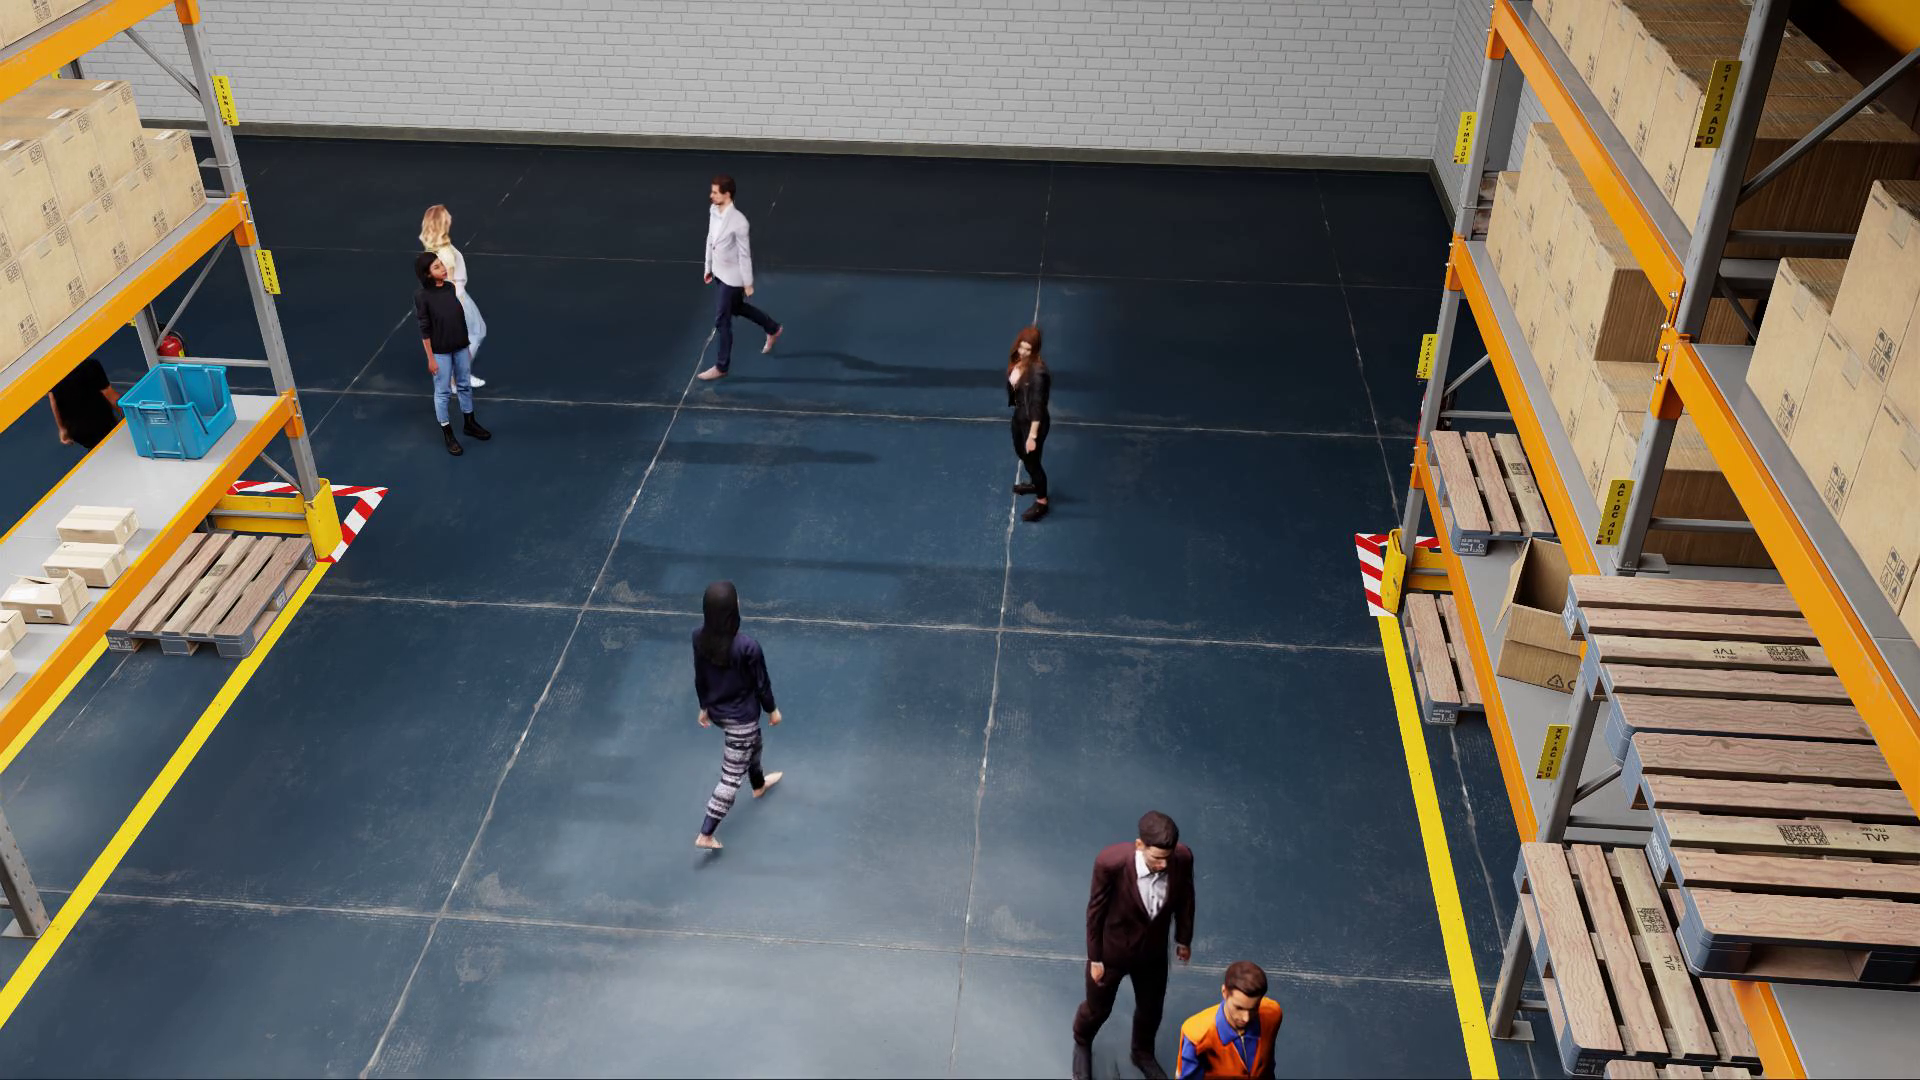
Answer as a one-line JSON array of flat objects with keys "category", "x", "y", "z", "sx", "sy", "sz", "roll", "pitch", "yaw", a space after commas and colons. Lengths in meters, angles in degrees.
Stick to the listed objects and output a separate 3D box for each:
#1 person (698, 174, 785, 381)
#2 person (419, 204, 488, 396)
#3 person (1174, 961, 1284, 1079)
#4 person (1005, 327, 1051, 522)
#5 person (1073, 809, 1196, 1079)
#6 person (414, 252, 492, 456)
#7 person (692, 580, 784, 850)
[{"category": "person", "x": -1.938, "y": -2.342, "z": 14.586, "sx": 1.167, "sy": 1.819, "sz": 1.200, "roll": -18, "pitch": 38, "yaw": -25}, {"category": "person", "x": -4.430, "y": -2.013, "z": 14.190, "sx": 0.809, "sy": 1.710, "sz": 0.754, "roll": -27, "pitch": 42, "yaw": -35}, {"category": "person", "x": 1.134, "y": 2.495, "z": 7.270, "sx": 0.789, "sy": 1.862, "sz": 0.800, "roll": -16, "pitch": 37, "yaw": -22}, {"category": "person", "x": 0.577, "y": -0.907, "z": 12.561, "sx": 0.904, "sy": 1.669, "sz": 0.763, "roll": -3, "pitch": 34, "yaw": -4}, {"category": "person", "x": 0.827, "y": 1.964, "z": 8.078, "sx": 0.834, "sy": 1.851, "sz": 0.812, "roll": -8, "pitch": 34, "yaw": -12}, {"category": "person", "x": -4.158, "y": -1.538, "z": 13.484, "sx": 0.718, "sy": 1.699, "sz": 0.632, "roll": 23, "pitch": 40, "yaw": 30}, {"category": "person", "x": -1.346, "y": 1.040, "z": 9.609, "sx": 0.956, "sy": 1.695, "sz": 1.176, "roll": 20, "pitch": 39, "yaw": 27}]
